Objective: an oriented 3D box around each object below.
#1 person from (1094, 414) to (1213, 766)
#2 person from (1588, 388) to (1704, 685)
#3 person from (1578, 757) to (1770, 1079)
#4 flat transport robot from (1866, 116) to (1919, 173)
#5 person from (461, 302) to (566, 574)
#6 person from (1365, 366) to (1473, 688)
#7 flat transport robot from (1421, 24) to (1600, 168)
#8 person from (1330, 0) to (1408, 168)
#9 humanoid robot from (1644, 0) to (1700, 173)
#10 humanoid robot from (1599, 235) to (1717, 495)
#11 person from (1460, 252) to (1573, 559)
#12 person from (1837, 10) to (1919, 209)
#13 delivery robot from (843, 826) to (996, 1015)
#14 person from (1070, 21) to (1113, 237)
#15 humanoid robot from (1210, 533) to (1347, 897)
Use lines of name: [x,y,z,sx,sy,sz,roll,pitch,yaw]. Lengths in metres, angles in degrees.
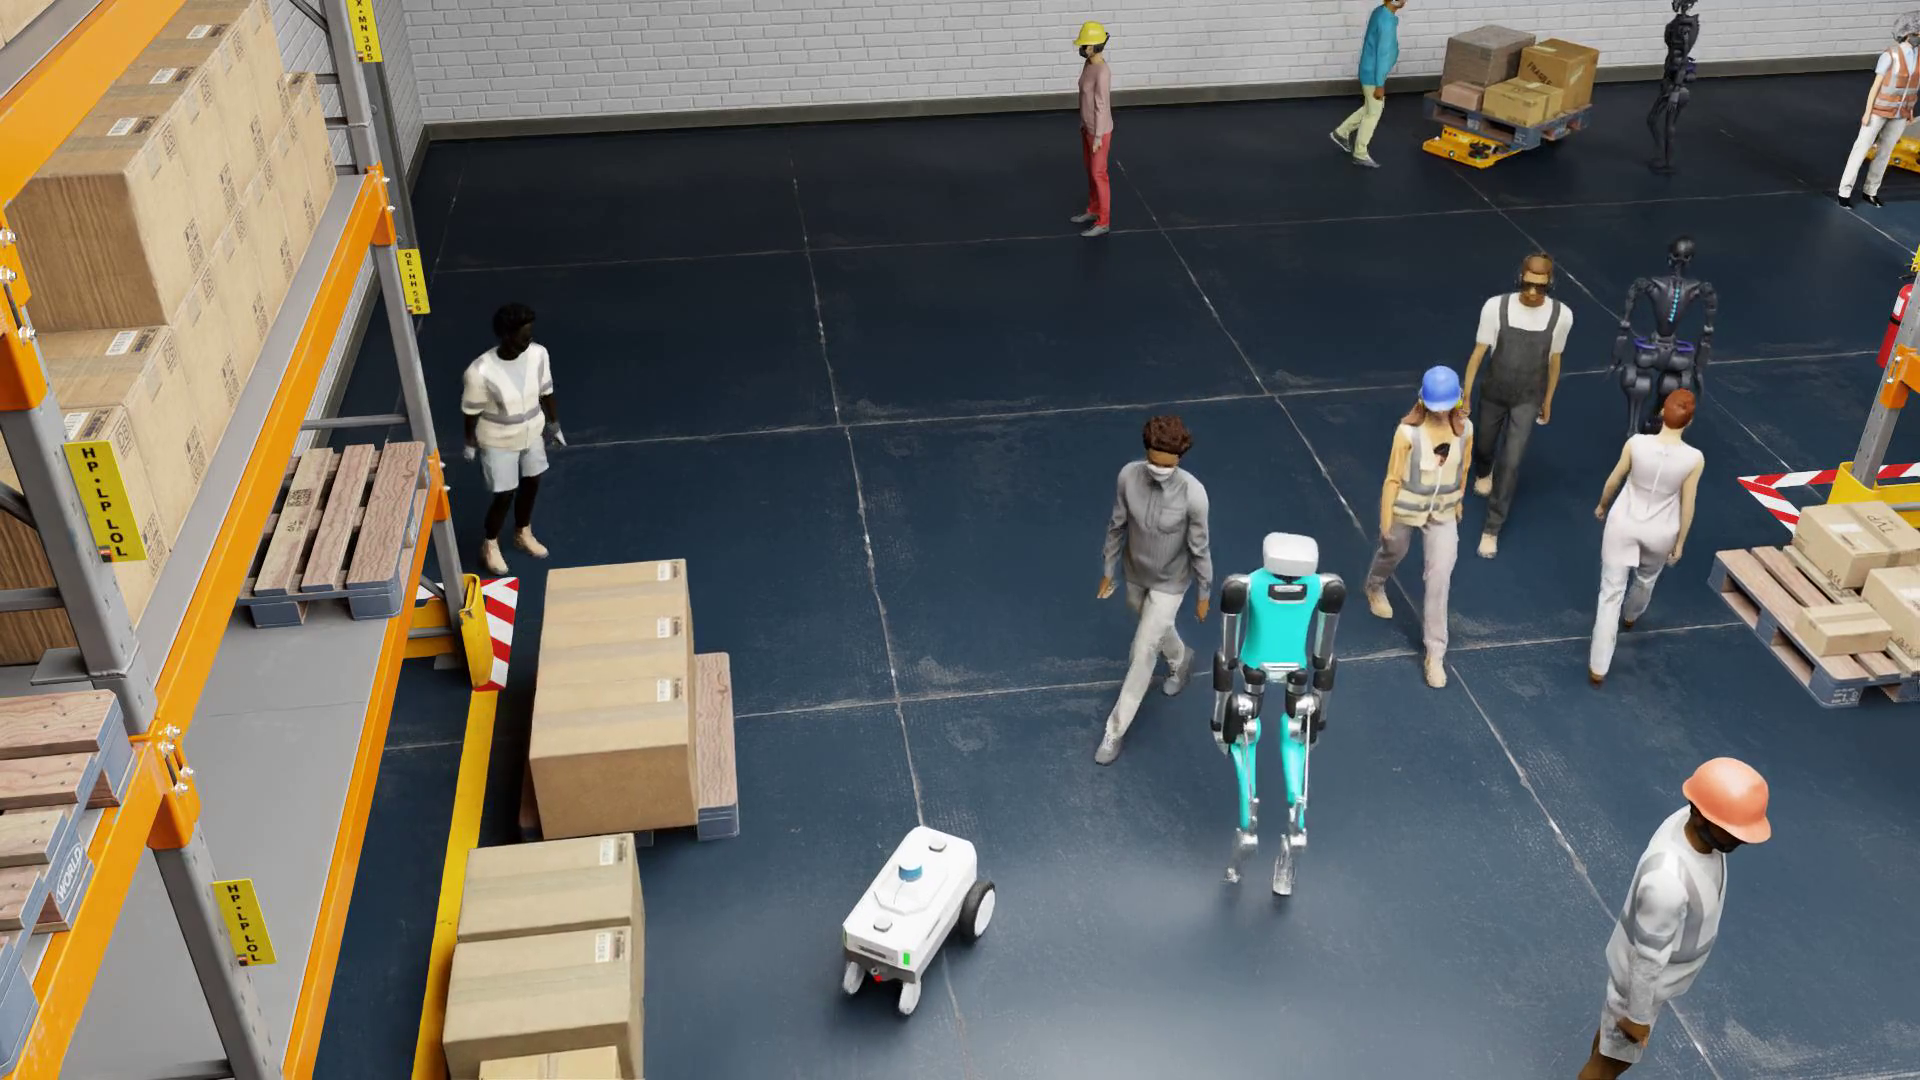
person: [0.989,0.153,8.178,0.557,1.853,0.941,23,40,31]
person: [3.573,-0.078,8.733,0.455,1.609,0.873,13,35,19]
person: [2.519,1.538,5.974,0.372,1.934,0.545,22,39,29]
flat transport robot: [9.143,-3.729,15.567,1.431,0.231,0.659,-23,39,-31]
person: [-2.531,-0.591,9.468,0.401,1.661,0.555,26,41,34]
person: [2.441,-0.172,8.782,0.482,1.724,0.912,-3,33,-5]
flat transport robot: [5.094,-3.841,15.739,1.431,0.231,0.659,-24,40,-32]
person: [3.726,-4.220,14.993,0.540,1.722,0.580,8,34,12]
humanoid robot: [6.383,-4.092,14.841,0.367,1.644,0.608,6,34,9]
humanoid robot: [4.302,-1.053,10.245,0.617,1.622,0.799,6,34,9]
person: [3.235,-0.874,9.782,0.518,1.814,0.875,11,35,16]
person: [7.901,-3.647,14.138,0.453,1.688,0.299,-4,33,-6]
delivery robot: [-0.202,1.588,7.156,0.499,0.593,0.789,15,36,21]
person: [1.078,-3.377,13.669,0.346,1.758,0.519,-6,34,-9]
humanoid robot: [1.364,0.876,7.157,0.538,1.775,0.705,-1,33,-2]
